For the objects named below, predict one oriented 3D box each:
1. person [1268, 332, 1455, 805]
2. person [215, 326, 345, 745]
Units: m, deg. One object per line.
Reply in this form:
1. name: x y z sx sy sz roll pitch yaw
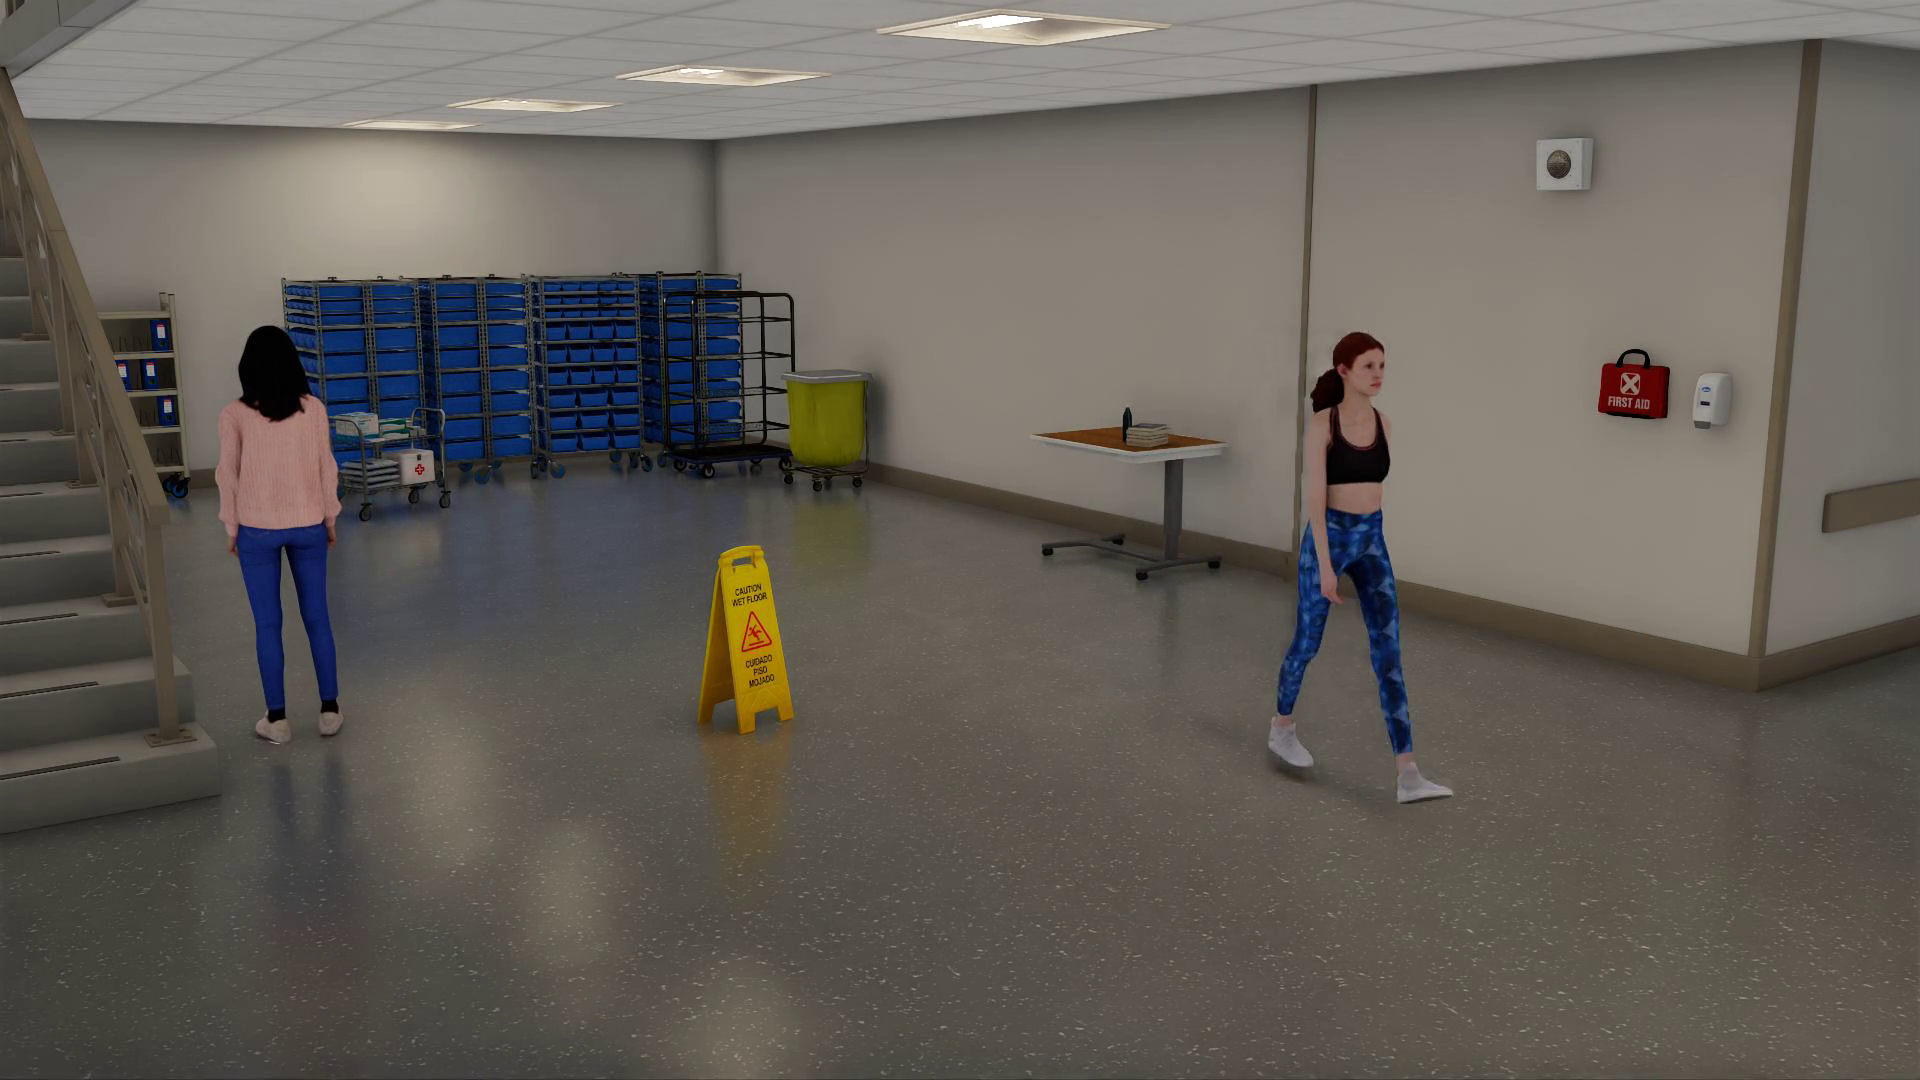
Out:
1. person: 1.407 0.122 6.398 0.762 1.727 1.264 -4 12 -22
2. person: -2.883 -0.027 7.073 0.659 1.768 0.557 -6 12 -30
